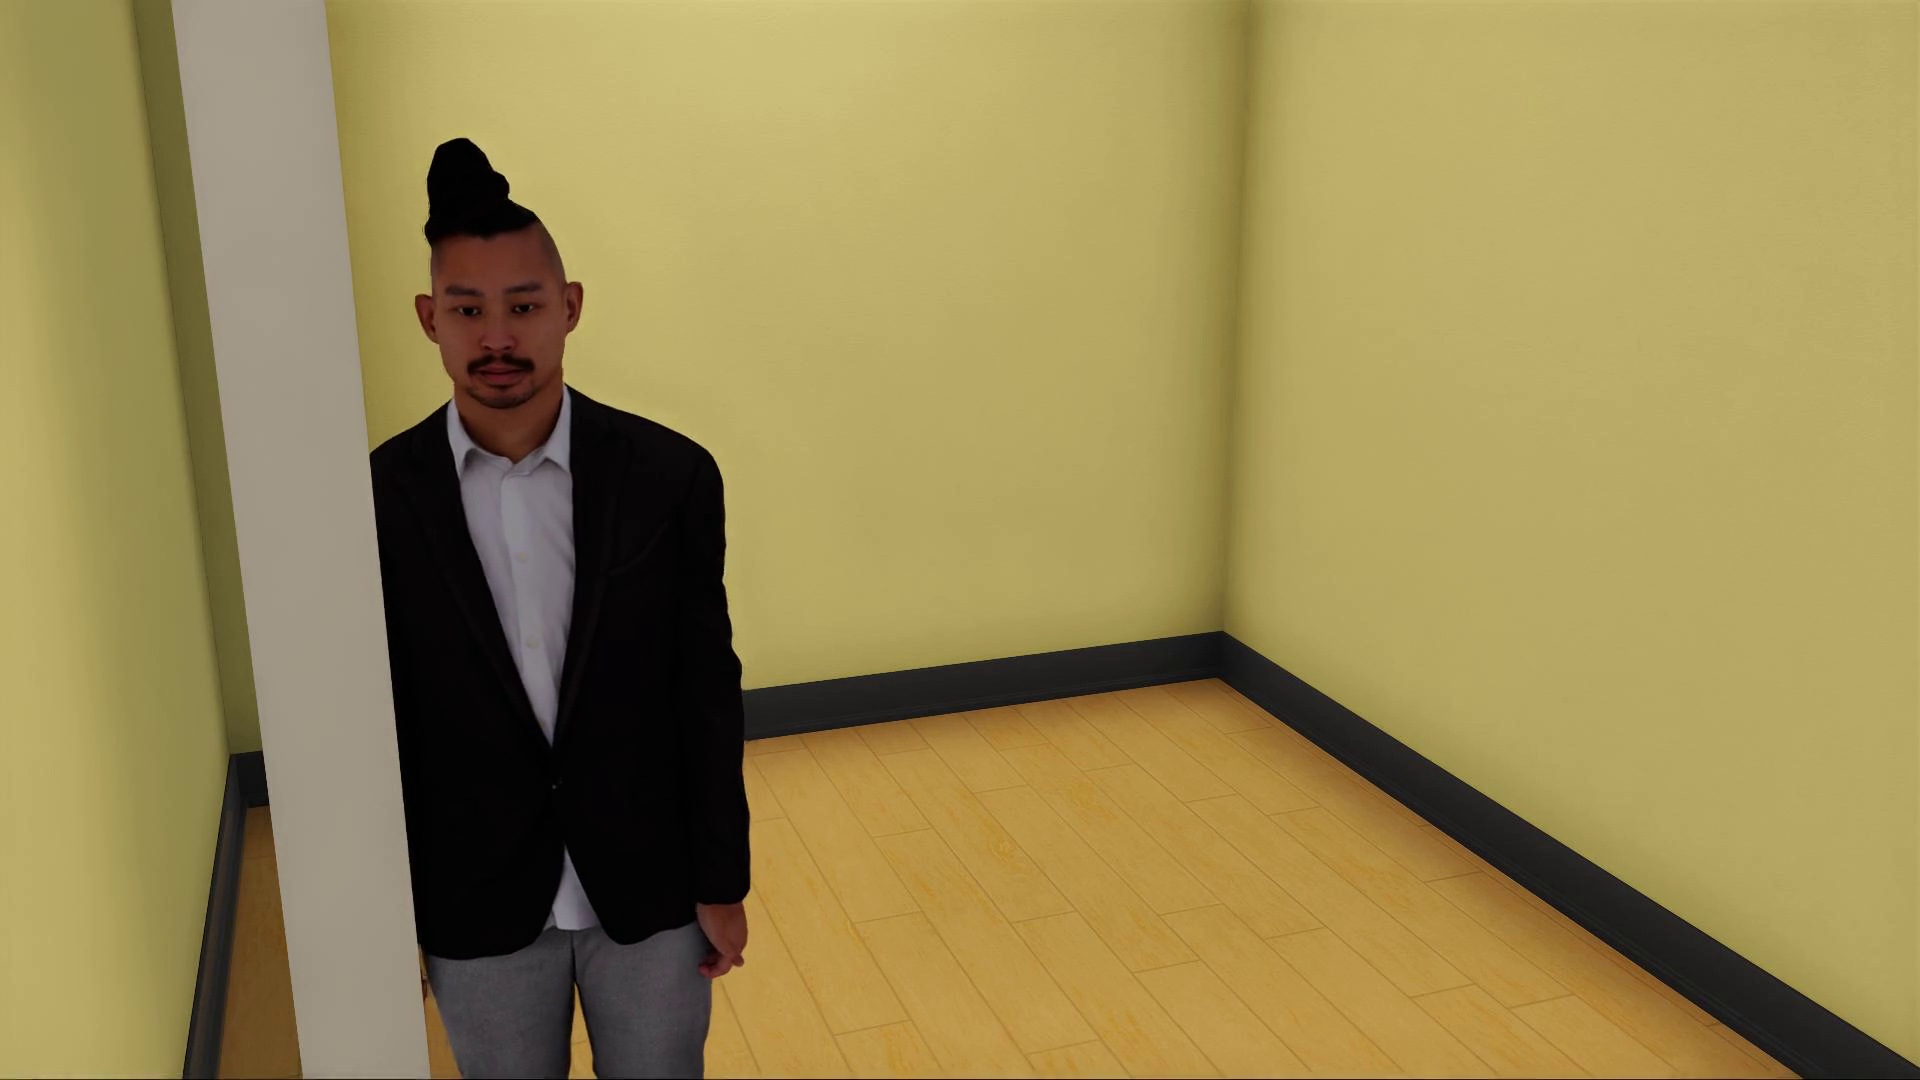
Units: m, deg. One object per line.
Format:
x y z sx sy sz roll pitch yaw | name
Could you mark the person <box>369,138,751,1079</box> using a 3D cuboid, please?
-0.566 0.432 2.344 0.576 1.953 0.789 -4 16 -13 | person
